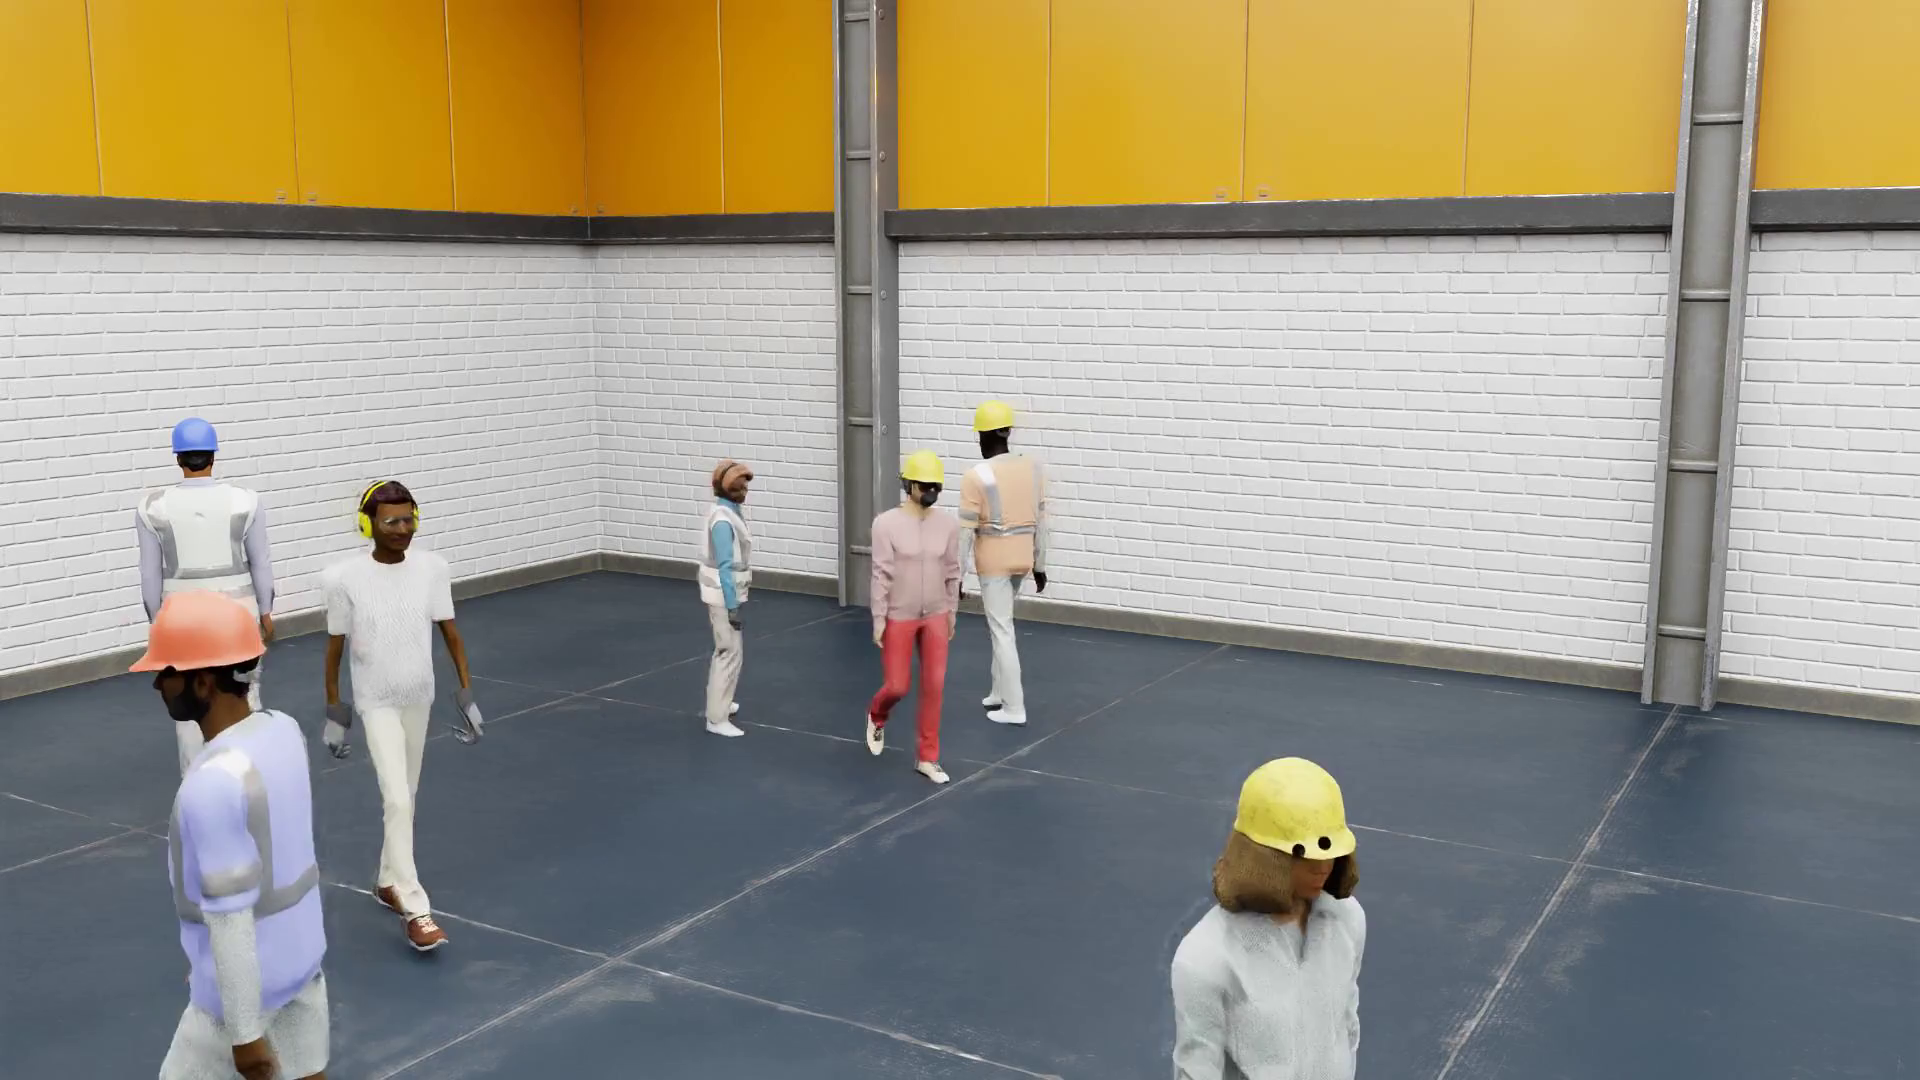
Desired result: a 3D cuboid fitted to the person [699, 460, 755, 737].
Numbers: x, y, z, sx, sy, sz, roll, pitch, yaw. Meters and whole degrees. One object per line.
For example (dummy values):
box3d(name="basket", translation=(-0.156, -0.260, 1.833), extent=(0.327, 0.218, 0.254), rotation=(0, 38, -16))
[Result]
box3d(name="person", translation=(-1.329, 0.325, 9.541), extent=(0.339, 1.606, 0.666), rotation=(-1, 9, -6))

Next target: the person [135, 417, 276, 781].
box3d(name="person", translation=(-3.709, 0.367, 8.229), extent=(0.603, 1.946, 0.389), rotation=(-4, 10, -23))

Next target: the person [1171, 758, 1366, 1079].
box3d(name="person", translation=(0.644, 1.269, 3.290), extent=(0.505, 1.719, 0.654), rotation=(-5, 11, -30))

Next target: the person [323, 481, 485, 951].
box3d(name="person", translation=(-2.176, 0.683, 6.608), extent=(0.903, 1.832, 0.547), rotation=(9, 13, 44))

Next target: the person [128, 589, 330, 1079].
box3d(name="person", translation=(-1.847, 1.053, 4.123), extent=(0.858, 1.896, 0.552), rotation=(0, 9, 2))

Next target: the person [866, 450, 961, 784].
box3d(name="person", translation=(-0.260, 0.383, 8.723), extent=(0.529, 1.748, 0.541), rotation=(-5, 10, -27))

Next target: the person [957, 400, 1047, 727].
box3d(name="person", translation=(0.195, 0.130, 9.816), extent=(0.608, 1.902, 0.666), rotation=(-8, 12, -40))
